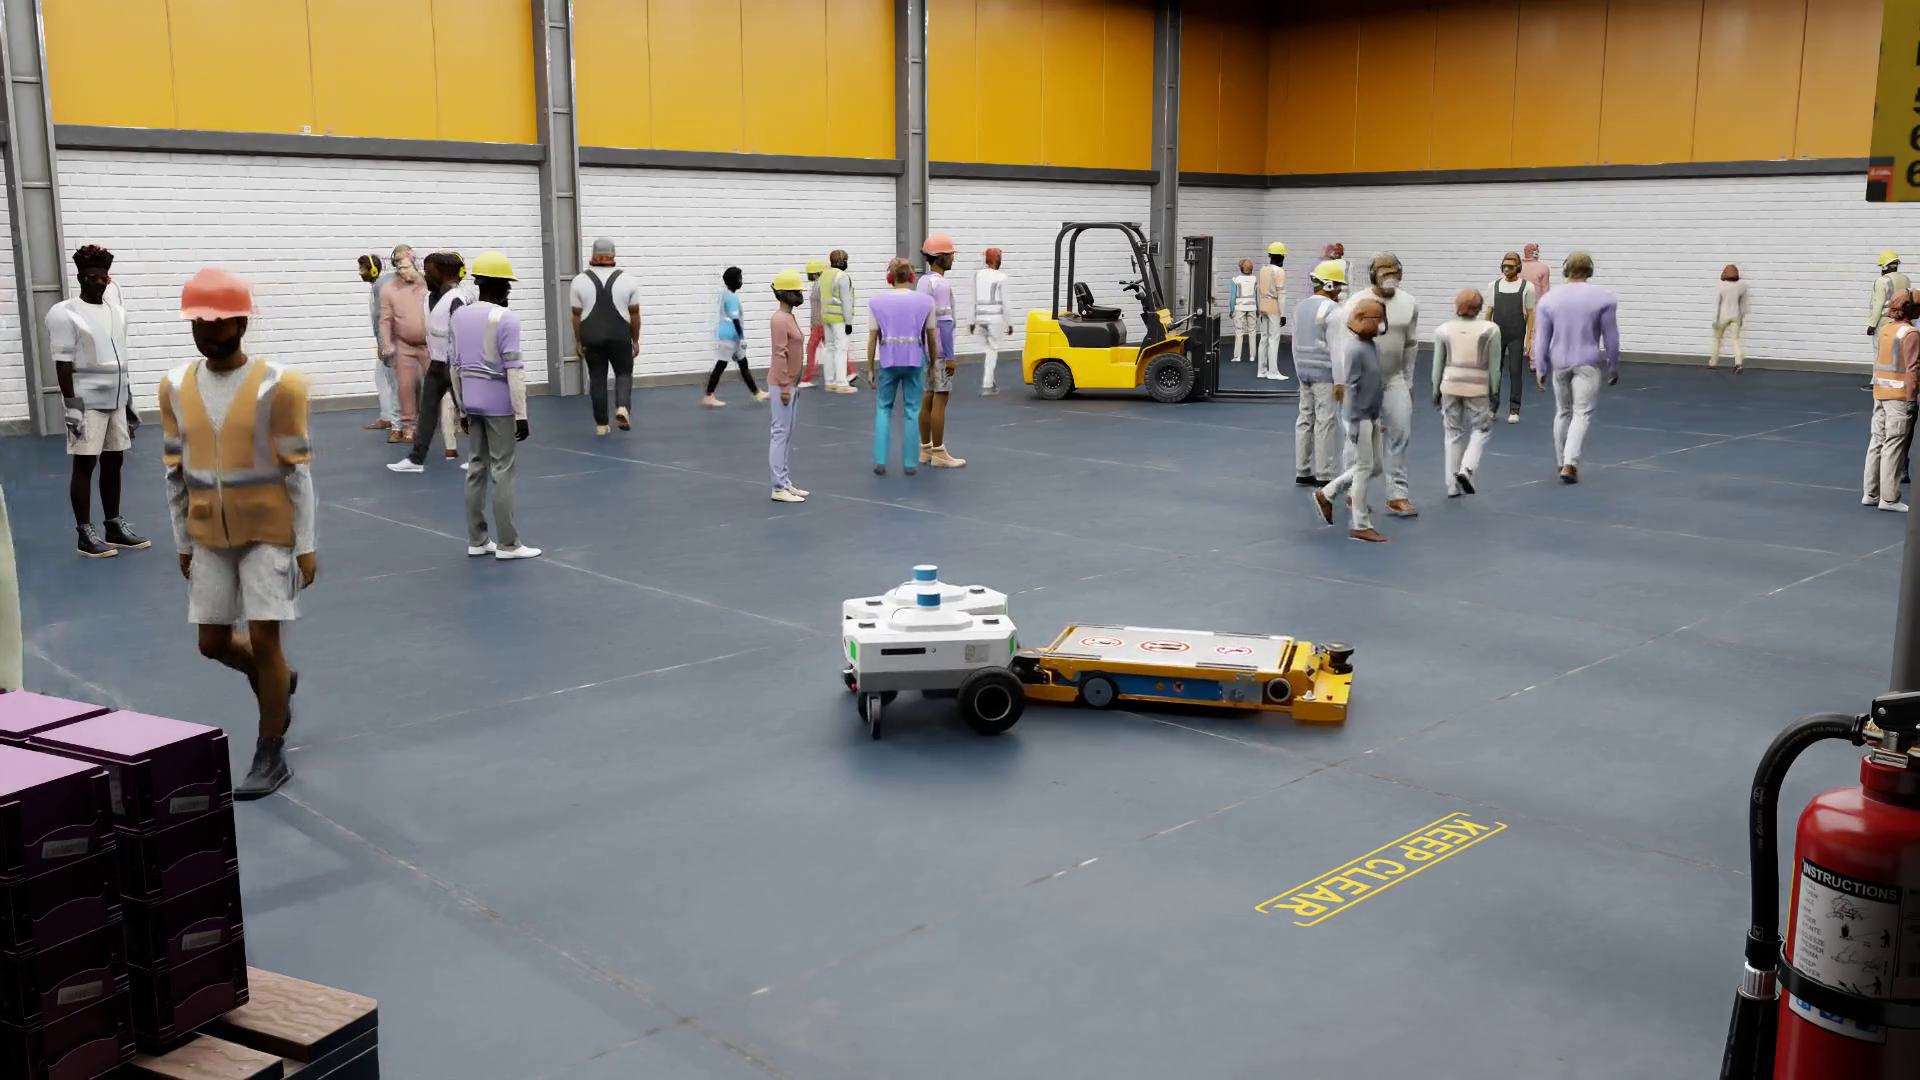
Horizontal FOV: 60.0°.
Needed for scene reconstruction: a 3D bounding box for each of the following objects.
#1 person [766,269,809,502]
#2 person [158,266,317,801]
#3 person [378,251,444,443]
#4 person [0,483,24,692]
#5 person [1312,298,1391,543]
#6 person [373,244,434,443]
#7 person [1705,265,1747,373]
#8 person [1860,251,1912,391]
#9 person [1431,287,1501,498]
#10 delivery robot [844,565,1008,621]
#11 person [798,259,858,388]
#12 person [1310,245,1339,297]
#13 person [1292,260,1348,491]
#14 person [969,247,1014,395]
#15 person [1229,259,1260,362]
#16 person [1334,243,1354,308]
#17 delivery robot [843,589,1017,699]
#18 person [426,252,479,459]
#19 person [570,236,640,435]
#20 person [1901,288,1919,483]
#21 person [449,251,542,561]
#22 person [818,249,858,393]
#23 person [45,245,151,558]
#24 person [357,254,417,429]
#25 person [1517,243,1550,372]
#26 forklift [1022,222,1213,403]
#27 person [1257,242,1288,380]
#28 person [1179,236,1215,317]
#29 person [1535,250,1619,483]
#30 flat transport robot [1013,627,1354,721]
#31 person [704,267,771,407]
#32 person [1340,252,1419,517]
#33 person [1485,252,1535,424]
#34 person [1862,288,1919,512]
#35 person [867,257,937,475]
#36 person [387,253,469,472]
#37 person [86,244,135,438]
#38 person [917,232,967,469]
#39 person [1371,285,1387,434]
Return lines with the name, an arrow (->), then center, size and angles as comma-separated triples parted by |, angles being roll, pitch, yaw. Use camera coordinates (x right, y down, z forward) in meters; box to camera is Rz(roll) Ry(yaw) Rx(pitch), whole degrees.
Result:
person -> -1.309, -1.178, 12.713 | 0.321, 1.769, 0.523 | 1, 10, 4
person -> -2.618, -0.044, 6.138 | 0.550, 1.922, 0.620 | 0, 10, 2
person -> -5.308, -1.871, 16.240 | 0.676, 1.883, 0.420 | -3, 11, -14
person -> -2.383, 0.329, 4.025 | 0.928, 1.952, 0.601 | -3, 11, -18
person -> 2.624, -0.797, 11.048 | 0.523, 1.619, 0.504 | 7, 13, 34
person -> -5.405, -1.919, 16.293 | 0.630, 1.938, 0.373 | -2, 11, -11
person -> 11.390, -3.278, 24.635 | 0.512, 1.596, 0.820 | 0, 10, 2
person -> 11.999, -2.830, 21.574 | 0.589, 1.822, 0.403 | -5, 12, -26
person -> 3.889, -1.126, 12.804 | 0.531, 1.623, 0.384 | 7, 12, 32
delivery robot -> -0.153, 0.355, 7.403 | 0.707, 0.478, 0.477 | -6, 12, -28
person -> -1.786, -2.872, 22.129 | 0.878, 1.727, 0.533 | -2, 11, -10
person -> 6.210, -4.033, 28.033 | 0.894, 1.851, 0.663 | 0, 10, -2
person -> 2.884, -1.300, 13.228 | 0.403, 1.823, 0.586 | -5, 11, -24
person -> 0.444, -2.788, 21.204 | 0.584, 1.864, 0.593 | 9, 14, 42
person -> 4.550, -3.648, 26.535 | 0.523, 1.639, 0.306 | -2, 11, -9
person -> 6.546, -4.212, 28.947 | 0.573, 1.882, 0.355 | 1, 10, 7
delivery robot -> -0.131, 0.447, 6.905 | 0.707, 0.478, 0.477 | -1, 11, -7
person -> -4.545, -1.661, 15.064 | 0.519, 1.874, 0.327 | 0, 10, 2
person -> -3.585, -2.077, 16.871 | 0.684, 2.000, 0.574 | -2, 11, -8
person -> 7.949, -1.418, 13.553 | 0.542, 1.939, 0.364 | 3, 11, 16
person -> -2.916, -0.833, 10.403 | 0.591, 1.923, 0.381 | 7, 12, 33
person -> -1.564, -2.816, 21.448 | 0.429, 1.839, 0.633 | -7, 13, -34
person -> -5.469, -0.881, 10.565 | 0.372, 1.962, 0.603 | 3, 11, 14
person -> -5.905, -2.061, 17.360 | 0.653, 1.839, 0.539 | -3, 11, -15
person -> 8.429, -3.439, 24.674 | 0.642, 1.905, 0.399 | 8, 13, 38
forklift -> 1.935, -2.847, 20.651 | 2.313, 2.155, 1.214 | 2, 11, 13
person -> 4.405, -3.212, 23.367 | 0.369, 1.925, 0.594 | -4, 11, -22
person -> 4.136, -4.254, 28.857 | 0.671, 2.001, 0.421 | -4, 11, -21
person -> 5.083, -1.435, 13.755 | 0.641, 1.929, 0.757 | 8, 13, 38
flat transport robot -> 0.983, 0.563, 7.304 | 1.431, 0.197, 0.652 | 3, 11, 16
person -> -2.630, -2.382, 19.582 | 0.885, 1.641, 0.550 | -2, 11, -9
person -> 3.031, -1.100, 11.927 | 0.639, 1.897, 0.826 | -3, 11, -17
person -> 5.909, -2.177, 17.955 | 0.514, 1.842, 0.327 | 6, 12, 30
person -> 6.892, -1.028, 12.245 | 0.306, 1.640, 0.523 | 1, 10, 4
person -> -0.484, -1.445, 13.973 | 0.584, 1.840, 0.465 | -1, 10, -4
person -> -4.454, -1.514, 14.269 | 0.605, 1.867, 0.905 | 10, 14, 44
person -> -8.463, -1.957, 16.508 | 0.376, 1.934, 0.546 | -6, 12, -31
person -> -0.179, -1.646, 14.501 | 0.366, 2.048, 0.607 | -4, 11, -21
person -> 4.290, -1.893, 16.982 | 0.275, 1.633, 0.505 | -6, 12, -28
